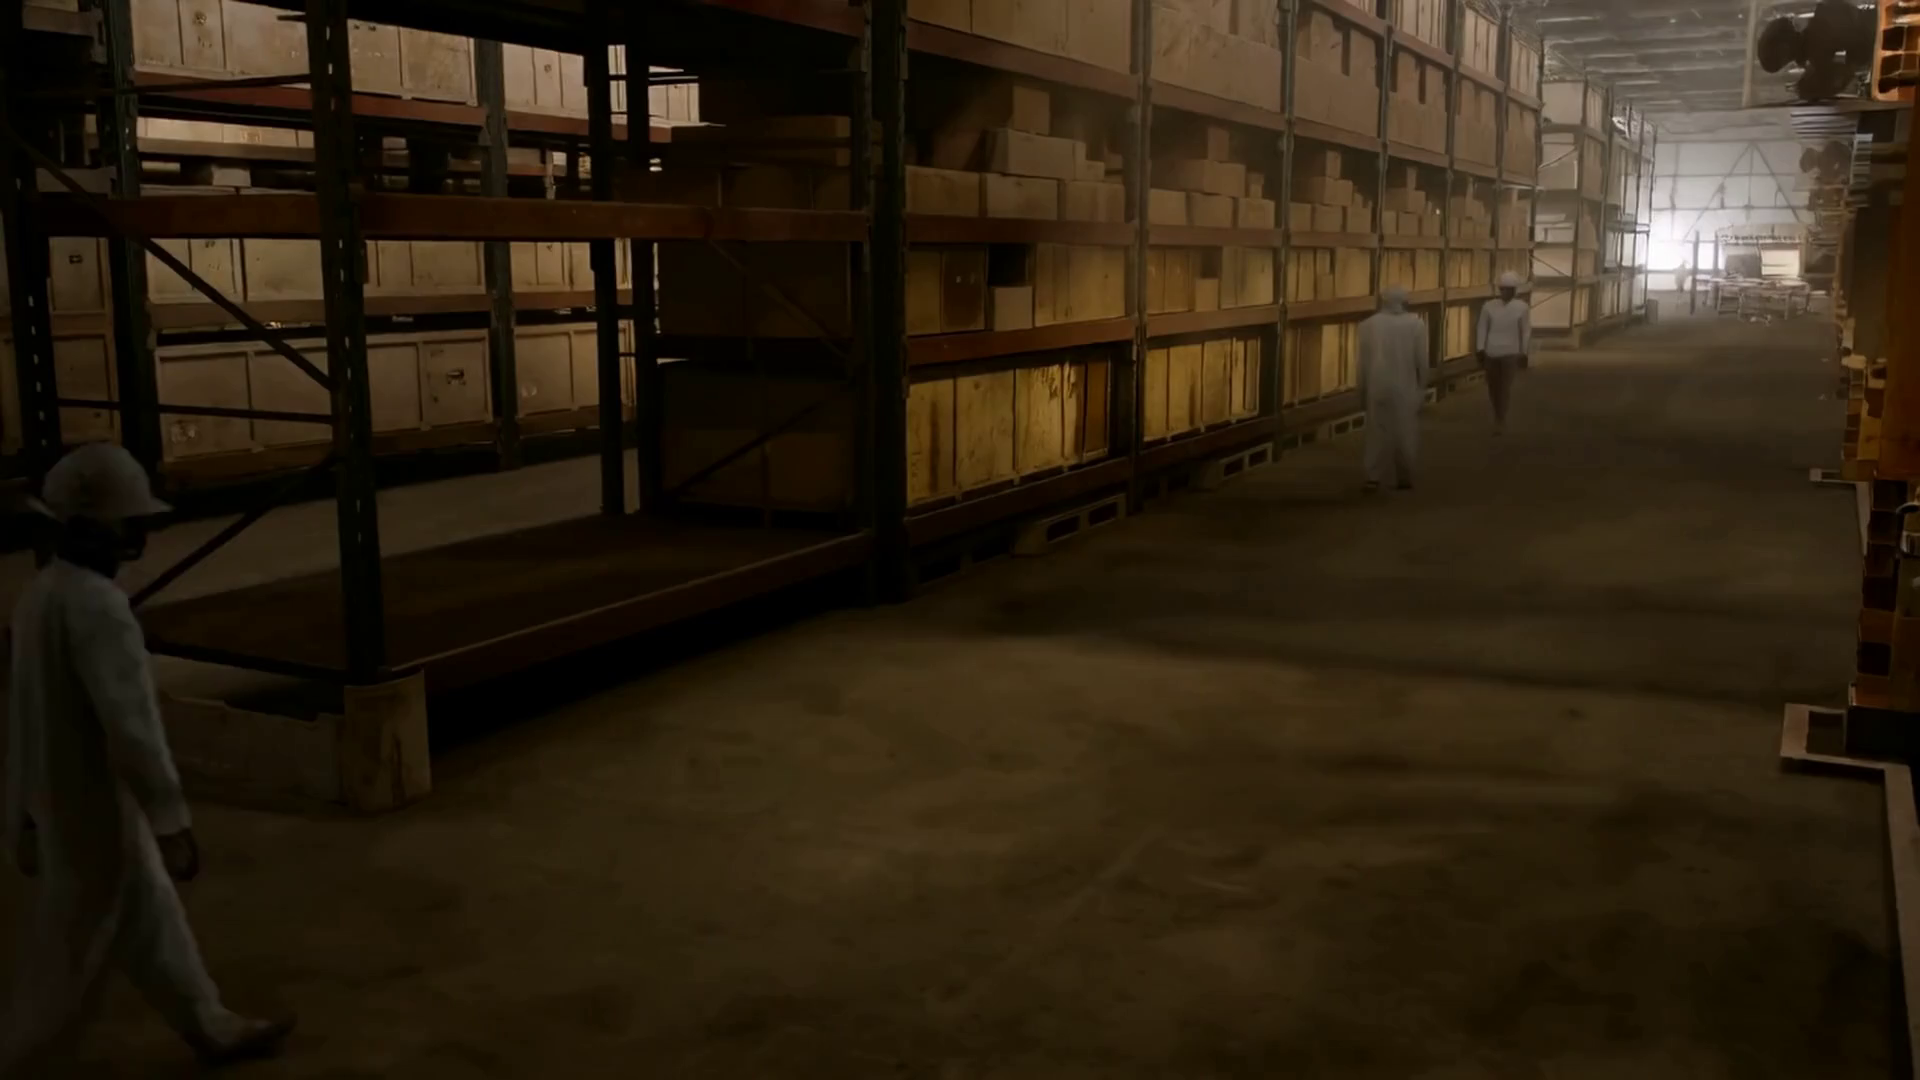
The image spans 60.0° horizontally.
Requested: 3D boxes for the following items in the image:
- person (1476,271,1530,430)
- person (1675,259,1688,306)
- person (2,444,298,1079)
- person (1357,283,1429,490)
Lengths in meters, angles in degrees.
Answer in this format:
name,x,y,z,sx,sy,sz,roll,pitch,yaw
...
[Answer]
name,x,y,z,sx,sy,sz,roll,pitch,yaw
person,6.777,-2.372,20.755,0.612,1.963,0.912,5,11,27
person,29.414,-10.485,67.773,0.355,1.936,0.635,0,10,0
person,-2.038,0.620,4.117,0.840,1.710,0.587,-8,13,-38
person,3.997,-1.413,15.352,0.652,1.904,0.402,6,11,31
